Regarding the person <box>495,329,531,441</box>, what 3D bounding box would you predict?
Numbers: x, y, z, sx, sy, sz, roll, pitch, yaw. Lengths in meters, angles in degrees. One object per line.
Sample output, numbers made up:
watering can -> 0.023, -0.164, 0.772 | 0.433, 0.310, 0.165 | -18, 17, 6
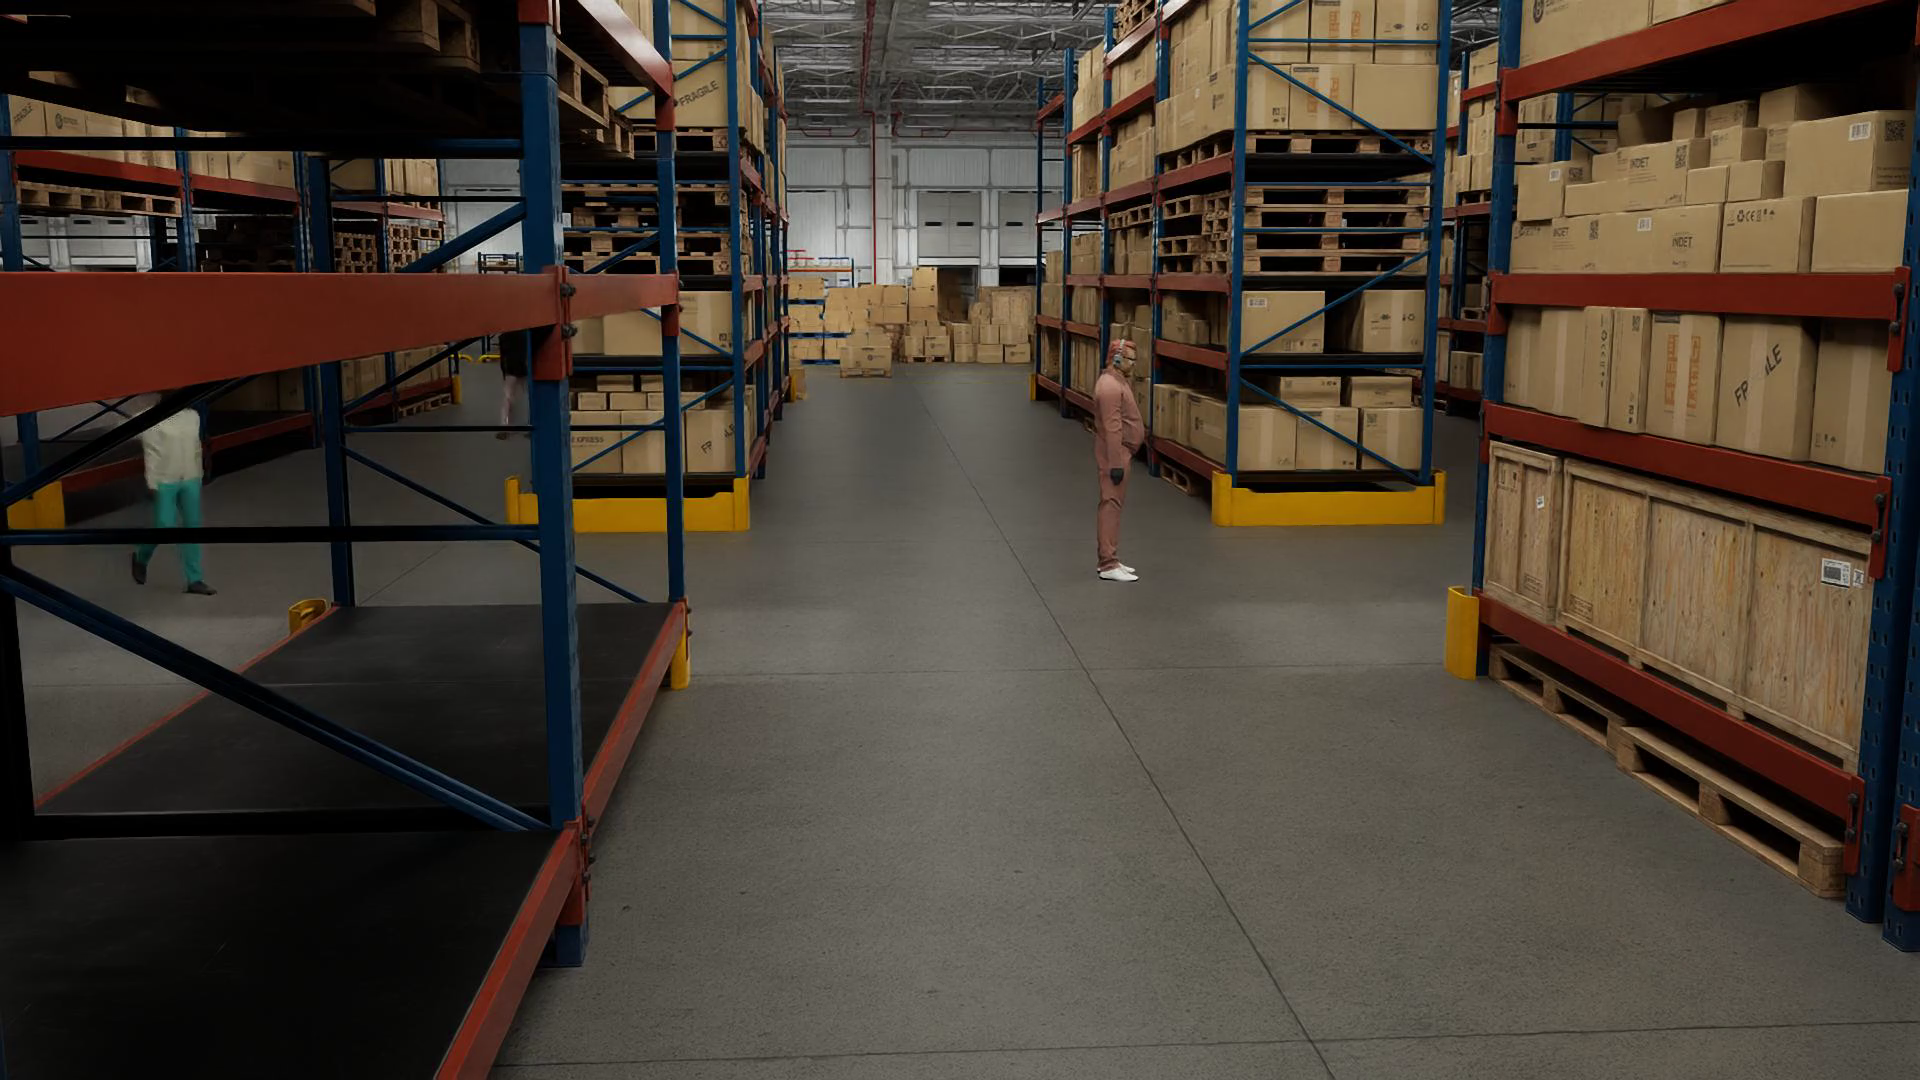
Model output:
person -> -6.442, -2.408, 24.169 | 0.624, 1.940, 0.983 | 1, 9, 8

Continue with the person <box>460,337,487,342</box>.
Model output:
person -> -17.670, -8.108, 60.131 | 0.993, 1.892, 0.632 | 1, 9, 7

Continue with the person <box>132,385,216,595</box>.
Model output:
person -> -5.943, -0.454, 12.503 | 0.599, 1.748, 0.539 | 4, 10, 25

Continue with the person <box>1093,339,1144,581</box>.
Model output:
person -> 1.251, -0.634, 13.175 | 0.409, 1.904, 0.640 | 1, 9, 4

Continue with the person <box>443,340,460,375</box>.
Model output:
person -> -12.365, -4.979, 40.253 | 0.606, 1.966, 0.367 | 2, 9, 14
